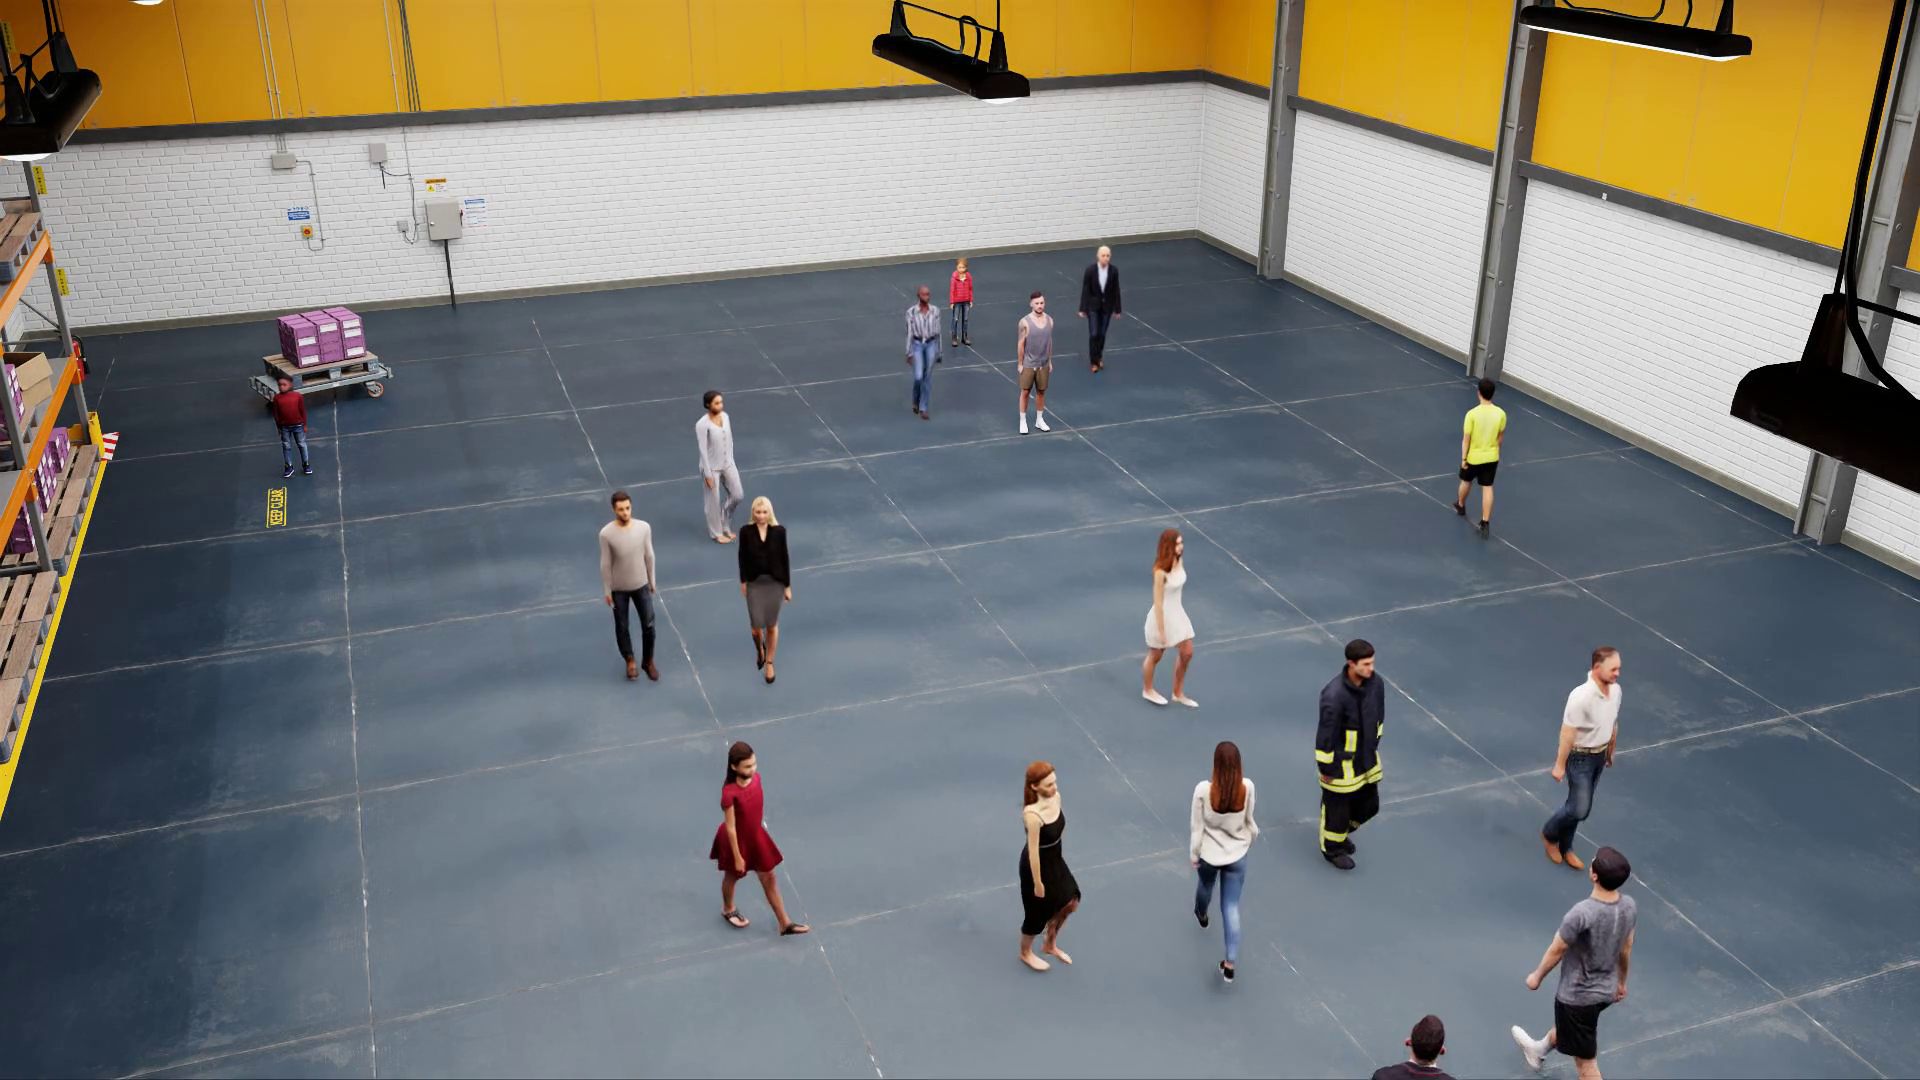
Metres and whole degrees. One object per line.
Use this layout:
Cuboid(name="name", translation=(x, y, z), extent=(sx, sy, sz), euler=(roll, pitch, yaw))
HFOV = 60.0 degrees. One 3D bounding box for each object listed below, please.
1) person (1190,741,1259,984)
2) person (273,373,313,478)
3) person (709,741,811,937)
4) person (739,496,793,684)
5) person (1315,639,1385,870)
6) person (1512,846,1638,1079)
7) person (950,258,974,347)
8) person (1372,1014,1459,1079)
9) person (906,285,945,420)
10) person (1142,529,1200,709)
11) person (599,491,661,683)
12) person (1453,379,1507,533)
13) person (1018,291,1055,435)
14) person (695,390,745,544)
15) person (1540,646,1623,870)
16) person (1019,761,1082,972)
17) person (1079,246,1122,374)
Cuboid(name="person", translation=(1.795, 2.175, 11.202), extent=(0.897, 1.646, 1.207), euler=(0, 24, 0))
Cuboid(name="person", translation=(-7.986, -1.394, 19.857), extent=(0.504, 1.253, 0.480), euler=(-7, 25, -17))
Cuboid(name="person", translation=(-1.566, 2.065, 11.612), extent=(1.062, 1.520, 0.892), euler=(17, 29, 34))
Cuboid(name="person", translation=(-1.747, 0.423, 14.977), extent=(0.678, 1.834, 0.727), euler=(-3, 24, -6))
Cuboid(name="person", translation=(2.823, 1.537, 12.324), extent=(0.850, 1.917, 0.758), euler=(-13, 27, -28))
Cuboid(name="person", translation=(3.743, 2.704, 9.756), extent=(0.735, 1.836, 1.164), euler=(-11, 26, -23))
Cuboid(name="person", translation=(0.014, -3.546, 24.705), extent=(0.504, 1.313, 0.482), euler=(-7, 25, -17))
Cuboid(name="person", translation=(2.287, 3.276, 8.471), extent=(1.148, 1.817, 1.230), euler=(10, 25, 21))
Cuboid(name="person", translation=(-0.515, -2.459, 21.631), extent=(0.657, 1.784, 0.608), euler=(-9, 25, -20))
Cuboid(name="person", translation=(1.737, 0.669, 14.585), extent=(0.869, 1.696, 0.767), euler=(21, 31, 39))
Cuboid(name="person", translation=(-3.010, 0.384, 15.040), extent=(0.649, 1.853, 0.655), euler=(-7, 25, -15))
Cuboid(name="person", translation=(5.739, -0.896, 18.194), extent=(0.935, 1.672, 1.183), euler=(2, 24, 5))
Cuboid(name="person", translation=(0.959, -2.278, 21.141), extent=(0.621, 1.845, 0.566), euler=(-7, 25, -16))
Cuboid(name="person", translation=(-2.679, -0.808, 17.928), extent=(0.797, 1.725, 0.780), euler=(18, 30, 36))
Cuboid(name="person", translation=(4.550, 1.569, 12.345), extent=(0.738, 1.841, 0.734), euler=(-13, 27, -27))
Cuboid(name="person", translation=(0.484, 2.183, 11.231), extent=(0.760, 1.609, 0.711), euler=(15, 28, 30))
Cuboid(name="person", translation=(1.966, -3.300, 23.569), extent=(0.847, 1.774, 1.056), euler=(-3, 24, -7))
